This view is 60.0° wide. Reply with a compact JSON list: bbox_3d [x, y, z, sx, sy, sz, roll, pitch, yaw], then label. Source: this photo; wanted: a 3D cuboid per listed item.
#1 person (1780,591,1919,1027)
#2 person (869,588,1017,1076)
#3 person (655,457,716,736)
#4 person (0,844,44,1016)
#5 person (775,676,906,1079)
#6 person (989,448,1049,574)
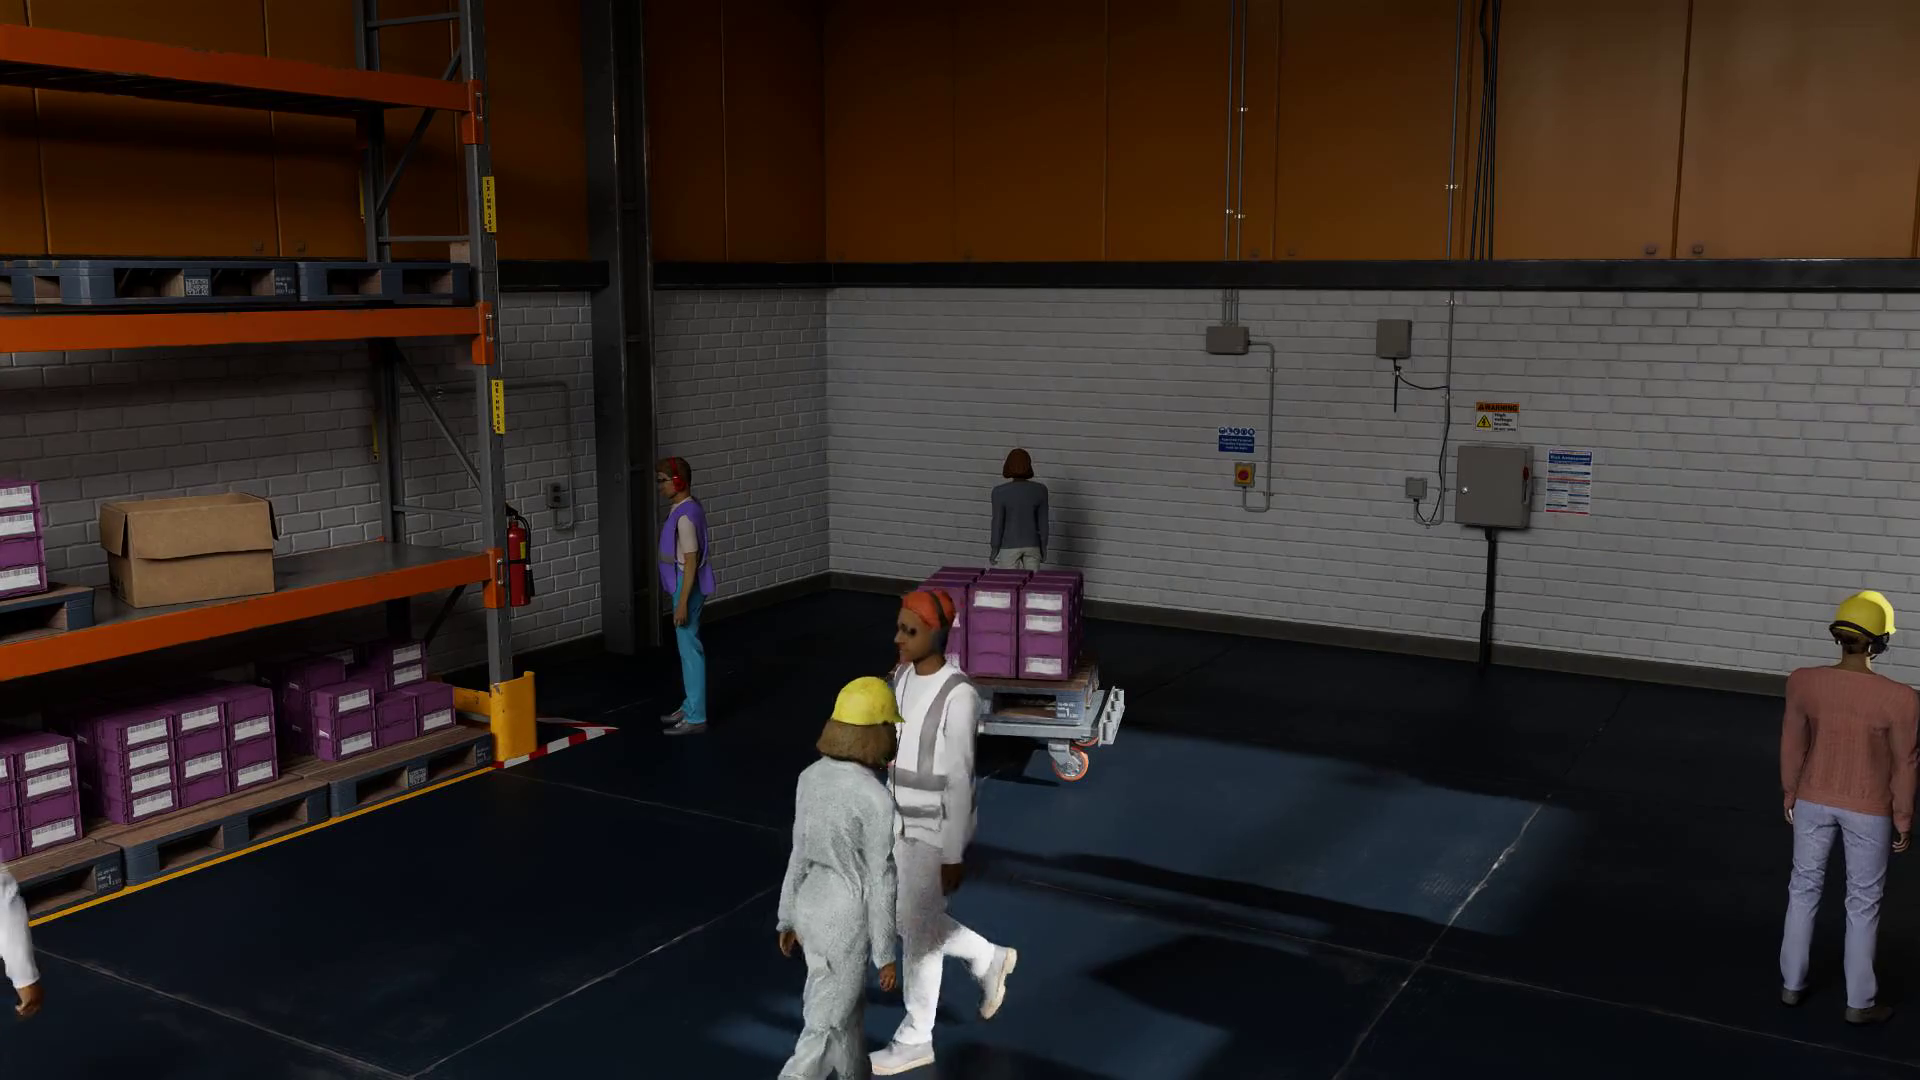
[{"bbox_3d":[3.596,1.079,6.745,0.313,1.768,0.528,-8,12,-41],"label":"person"},{"bbox_3d":[-0.073,1.094,6.363,0.648,1.865,0.578,-5,10,-28],"label":"person"},{"bbox_3d":[-1.805,0.364,10.979,0.390,1.838,0.563,-2,9,-11],"label":"person"},{"bbox_3d":[-3.215,1.322,5.192,0.613,1.784,0.943,2,9,13],"label":"person"},{"bbox_3d":[-0.469,1.313,5.500,0.802,1.698,0.513,-8,12,-39],"label":"person"},{"bbox_3d":[0.477,0.079,13.395,0.506,1.632,0.268,-4,10,-21],"label":"person"}]
